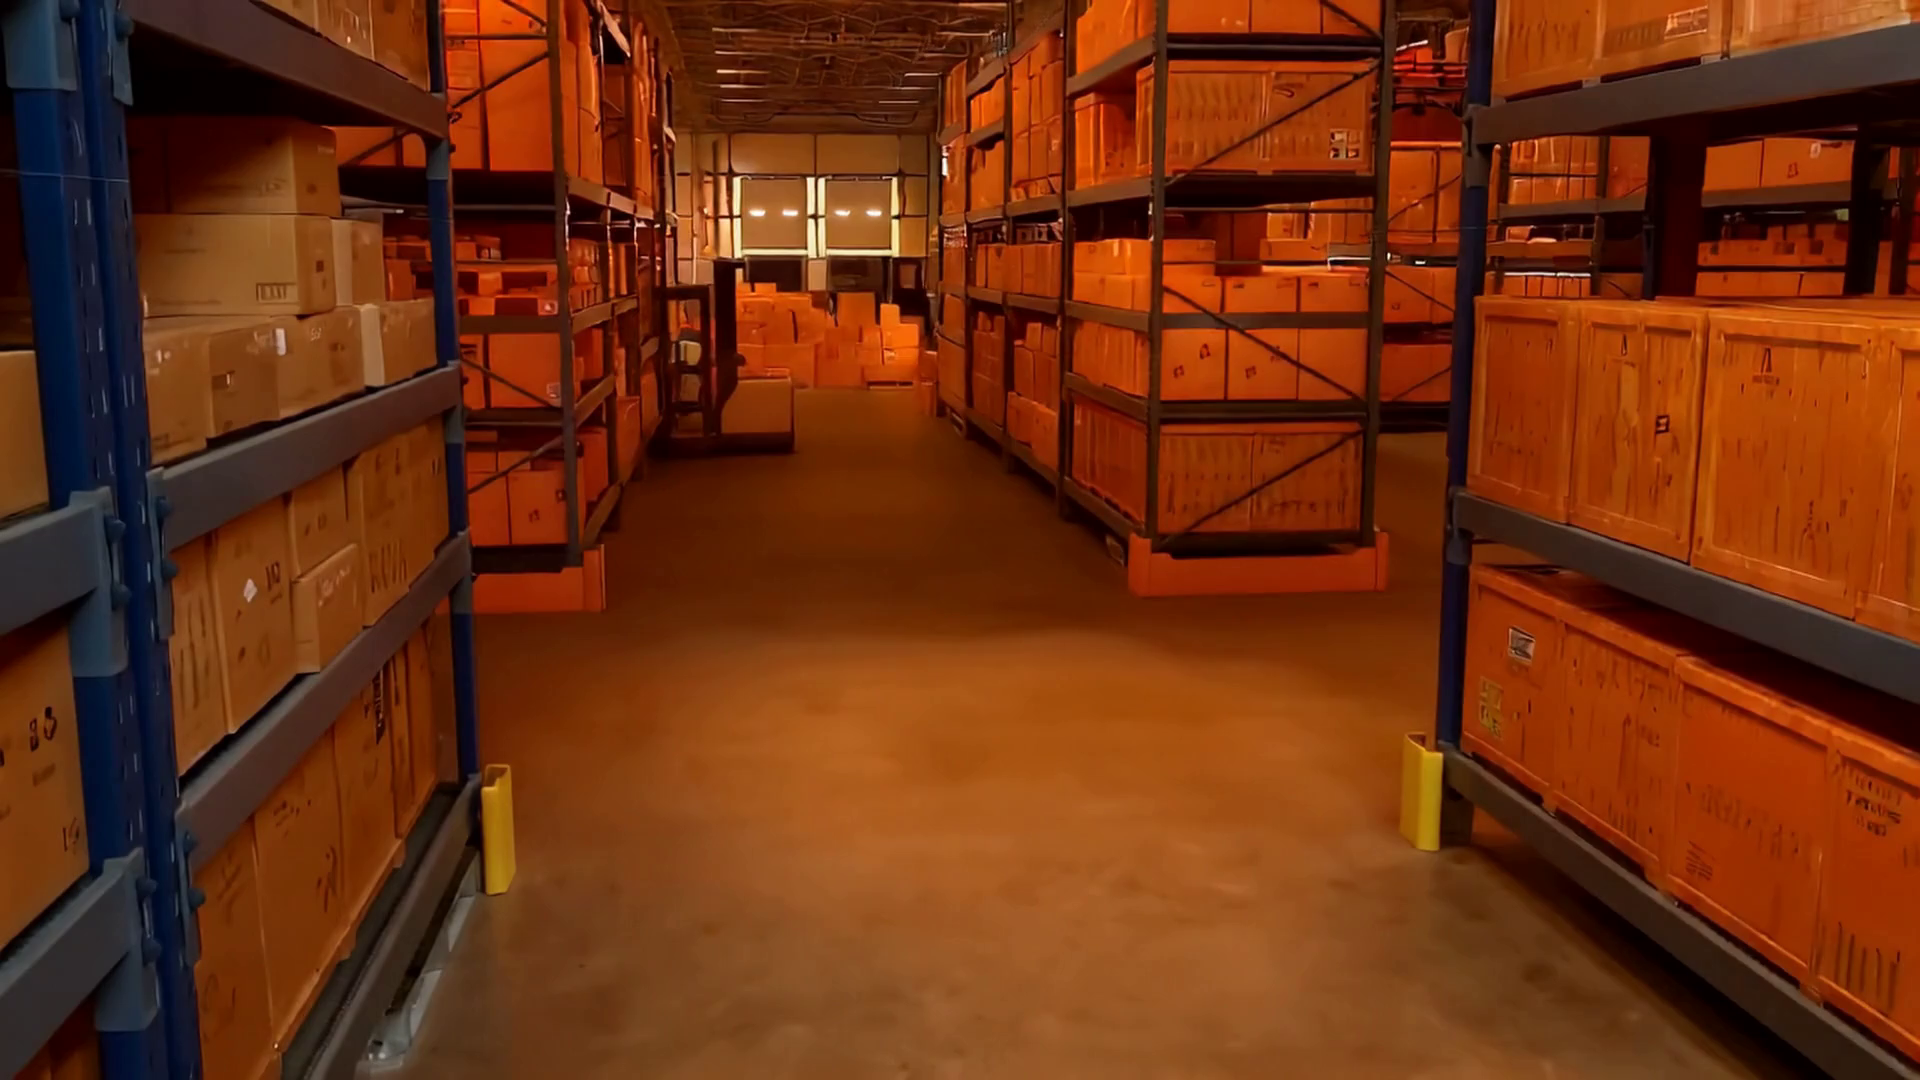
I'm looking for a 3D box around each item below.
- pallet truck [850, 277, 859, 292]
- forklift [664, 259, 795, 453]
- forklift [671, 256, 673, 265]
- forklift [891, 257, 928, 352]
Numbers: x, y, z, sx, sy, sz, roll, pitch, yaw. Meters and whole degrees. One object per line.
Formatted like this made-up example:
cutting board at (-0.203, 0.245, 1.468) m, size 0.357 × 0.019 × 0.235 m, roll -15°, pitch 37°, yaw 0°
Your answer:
pallet truck at (-3.782, -9.391, 65.808) m, size 1.885 × 1.965 × 0.823 m, roll 2°, pitch 10°, yaw 10°
forklift at (-3.401, -2.719, 24.395) m, size 1.873 × 2.768 × 1.129 m, roll -1°, pitch 10°, yaw -7°
forklift at (-10.987, -9.066, 61.344) m, size 1.129 × 2.768 × 1.873 m, roll -1°, pitch 10°, yaw -7°
forklift at (-1.564, -7.038, 49.539) m, size 1.129 × 2.768 × 1.873 m, roll 1°, pitch 10°, yaw 8°
